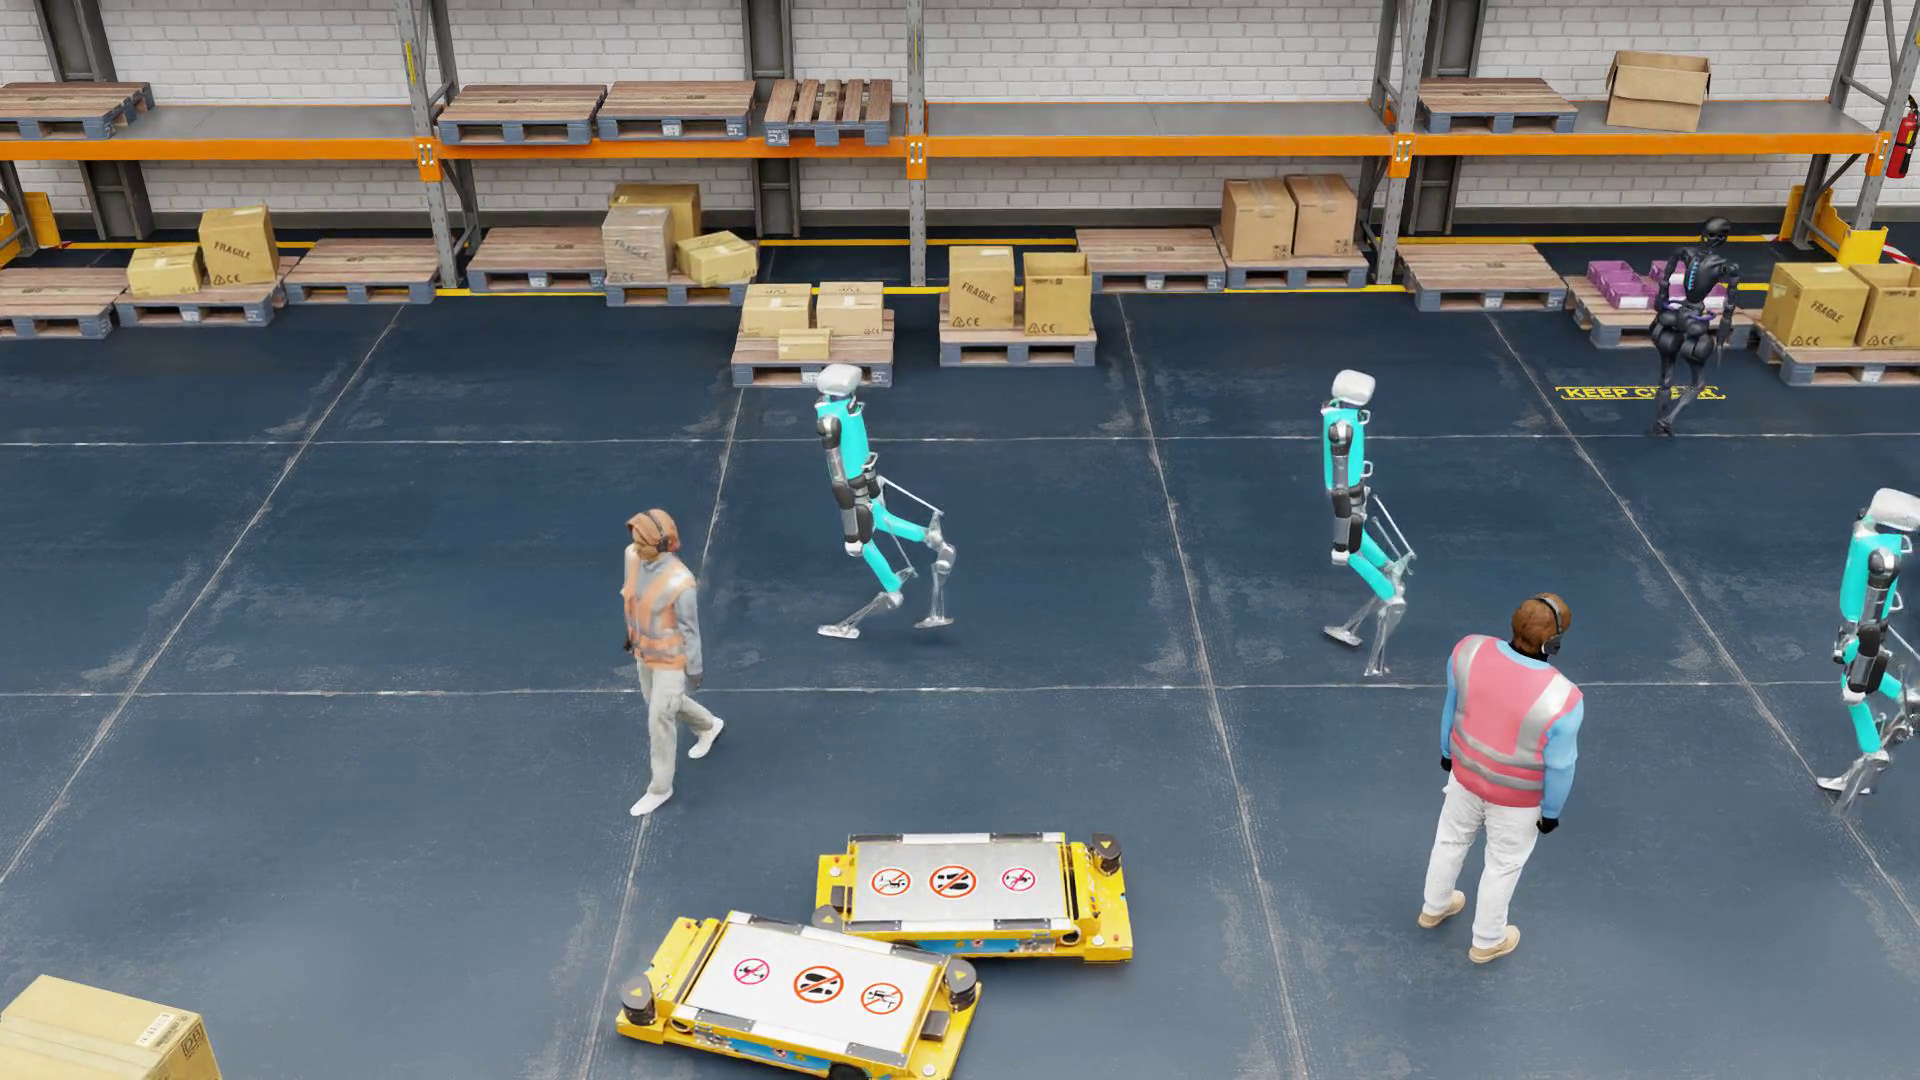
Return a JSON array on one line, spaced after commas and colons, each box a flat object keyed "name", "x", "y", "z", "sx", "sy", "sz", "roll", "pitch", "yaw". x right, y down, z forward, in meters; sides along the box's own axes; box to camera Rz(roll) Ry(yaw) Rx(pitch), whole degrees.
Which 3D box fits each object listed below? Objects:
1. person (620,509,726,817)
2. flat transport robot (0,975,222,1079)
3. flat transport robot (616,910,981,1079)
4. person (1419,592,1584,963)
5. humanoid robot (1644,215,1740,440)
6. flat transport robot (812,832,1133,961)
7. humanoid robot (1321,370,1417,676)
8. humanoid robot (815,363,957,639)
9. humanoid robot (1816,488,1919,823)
[{"name": "person", "x": -1.449, "y": 0.548, "z": 8.182, "sx": 0.667, "sy": 1.614, "sz": 0.535, "roll": -25, "pitch": 39, "yaw": -35}, {"name": "flat transport robot", "x": -3.167, "y": 2.658, "z": 5.987, "sx": 1.431, "sy": 0.231, "sz": 0.659, "roll": 9, "pitch": 32, "yaw": 14}, {"name": "flat transport robot", "x": -0.682, "y": 1.972, "z": 7.128, "sx": 1.431, "sy": 0.231, "sz": 0.659, "roll": 8, "pitch": 32, "yaw": 14}, {"name": "person", "x": 2.346, "y": 1.021, "z": 7.200, "sx": 0.431, "sy": 1.836, "sz": 0.629, "roll": -24, "pitch": 38, "yaw": -34}, {"name": "humanoid robot", "x": 4.981, "y": -1.447, "z": 11.459, "sx": 0.421, "sy": 1.647, "sz": 0.589, "roll": -23, "pitch": 38, "yaw": -33}, {"name": "flat transport robot", "x": 0.050, "y": 1.649, "z": 7.665, "sx": 1.431, "sy": 0.231, "sz": 0.659, "roll": -1, "pitch": 31, "yaw": -1}, {"name": "humanoid robot", "x": 2.296, "y": -0.050, "z": 9.093, "sx": 0.786, "sy": 1.813, "sz": 0.532, "roll": 8, "pitch": 32, "yaw": 13}, {"name": "humanoid robot", "x": -0.333, "y": -0.121, "z": 9.245, "sx": 0.999, "sy": 1.763, "sz": 0.530, "roll": 6, "pitch": 31, "yaw": 9}, {"name": "humanoid robot", "x": 4.498, "y": 0.630, "z": 8.006, "sx": 0.747, "sy": 1.855, "sz": 0.538, "roll": 9, "pitch": 32, "yaw": 15}]
